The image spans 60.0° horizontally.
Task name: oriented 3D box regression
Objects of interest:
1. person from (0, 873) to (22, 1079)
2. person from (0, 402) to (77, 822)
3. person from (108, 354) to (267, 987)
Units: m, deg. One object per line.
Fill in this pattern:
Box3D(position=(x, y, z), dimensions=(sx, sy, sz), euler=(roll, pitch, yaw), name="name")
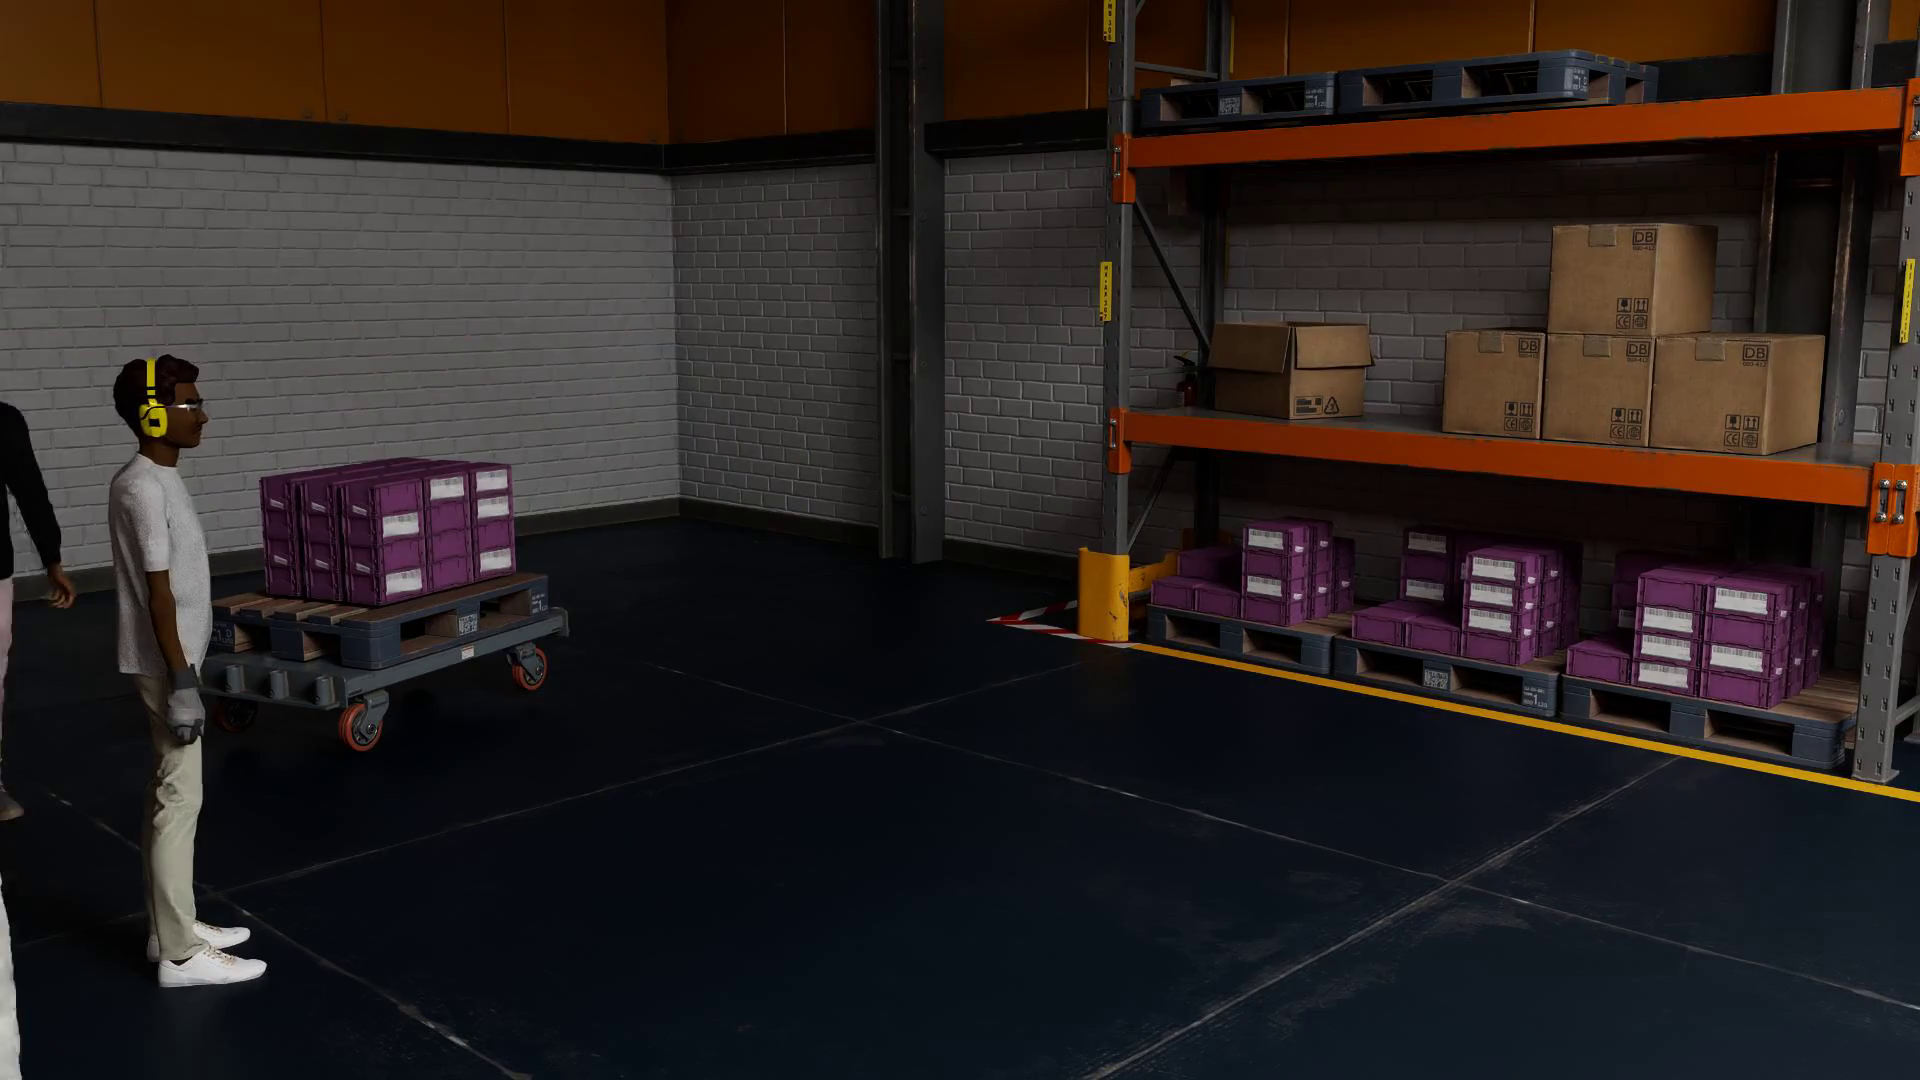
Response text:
Box3D(position=(-1.544, 0.778, 2.204), dimensions=(0.923, 1.988, 0.659), euler=(7, 11, 35), name="person")
Box3D(position=(-3.742, 0.124, 6.251), dimensions=(0.512, 1.970, 0.636), euler=(4, 10, 24), name="person")
Box3D(position=(-2.324, 0.389, 4.952), dimensions=(0.329, 1.872, 0.509), euler=(-5, 11, -29), name="person")
